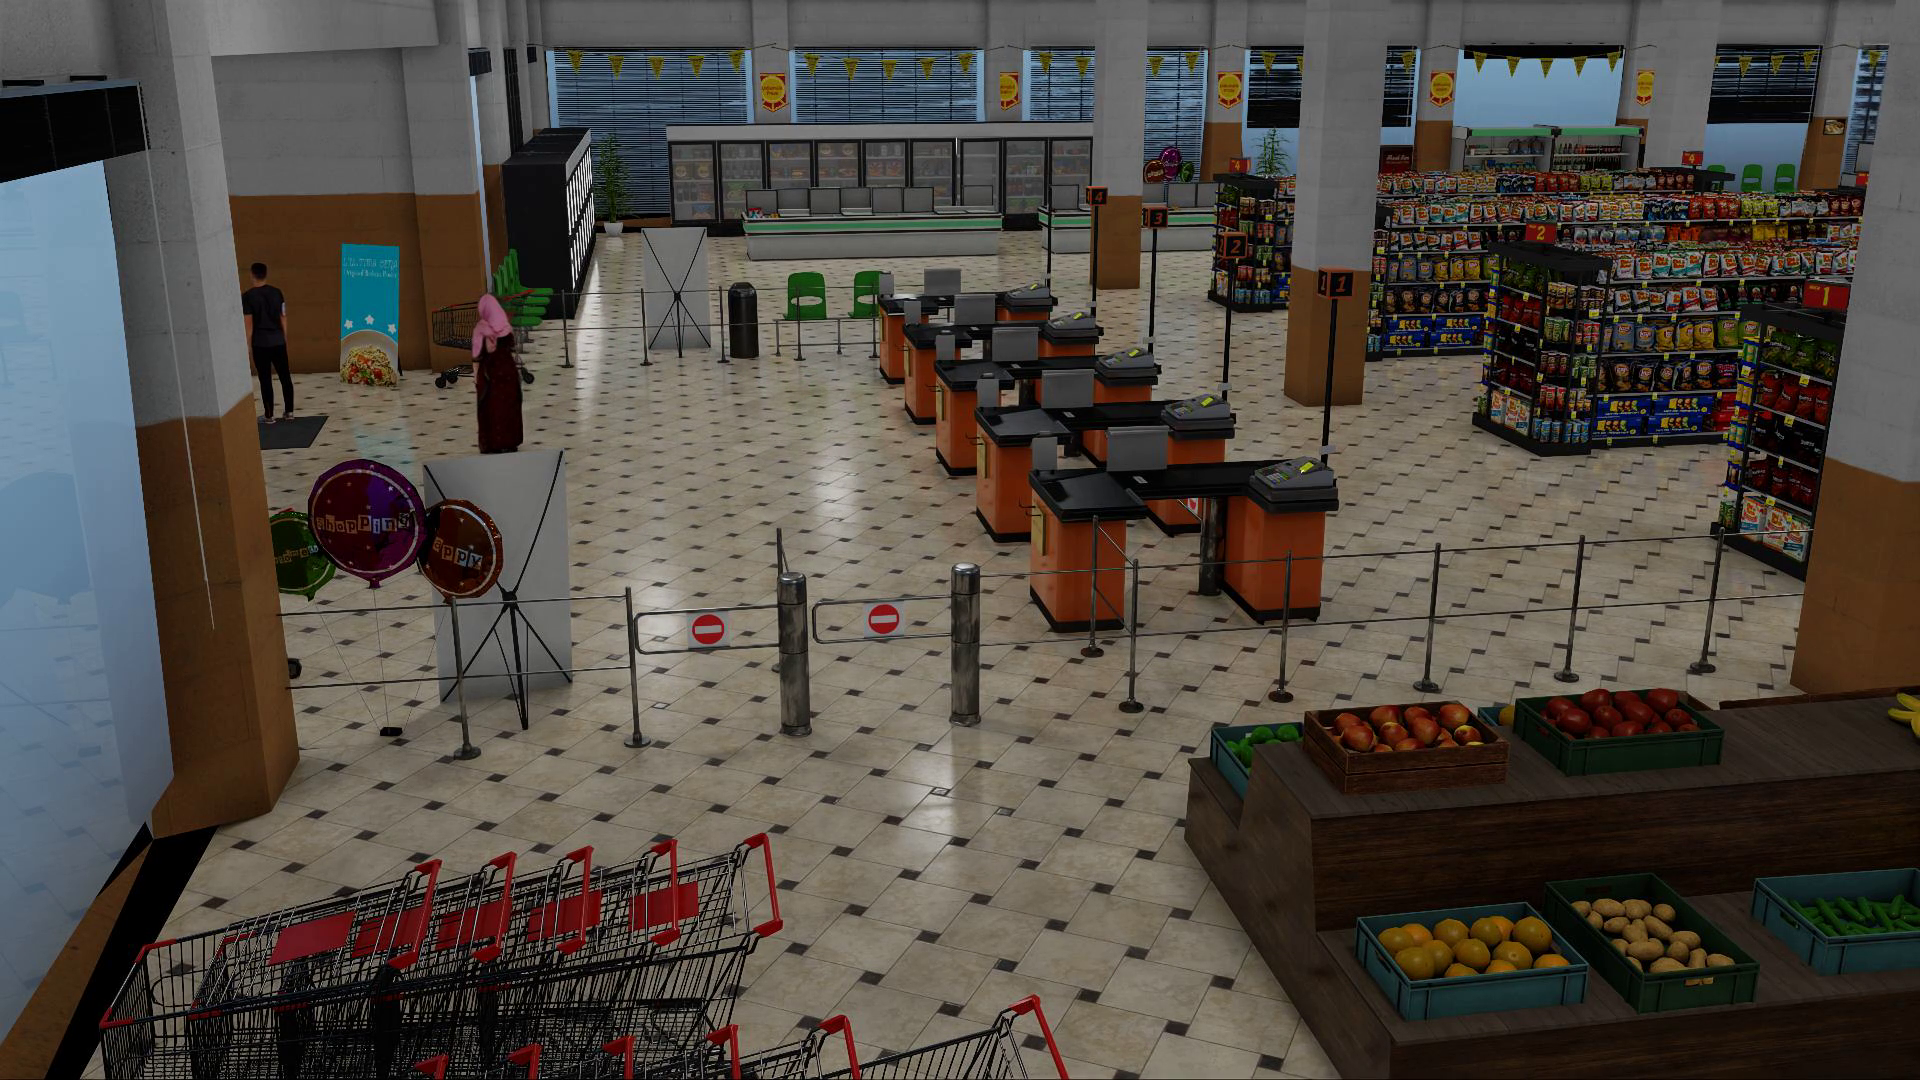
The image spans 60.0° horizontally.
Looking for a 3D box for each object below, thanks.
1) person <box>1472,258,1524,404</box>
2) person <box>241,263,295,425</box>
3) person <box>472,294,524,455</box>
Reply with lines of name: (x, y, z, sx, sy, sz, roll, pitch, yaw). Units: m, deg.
person: (6.424, -2.462, 19.213, 1.210, 1.780, 0.785, -5, 18, -16)
person: (-7.582, -2.155, 18.229, 0.778, 1.764, 0.697, 14, 22, 38)
person: (-4.710, -1.695, 16.934, 0.717, 1.635, 0.827, -14, 22, -39)
